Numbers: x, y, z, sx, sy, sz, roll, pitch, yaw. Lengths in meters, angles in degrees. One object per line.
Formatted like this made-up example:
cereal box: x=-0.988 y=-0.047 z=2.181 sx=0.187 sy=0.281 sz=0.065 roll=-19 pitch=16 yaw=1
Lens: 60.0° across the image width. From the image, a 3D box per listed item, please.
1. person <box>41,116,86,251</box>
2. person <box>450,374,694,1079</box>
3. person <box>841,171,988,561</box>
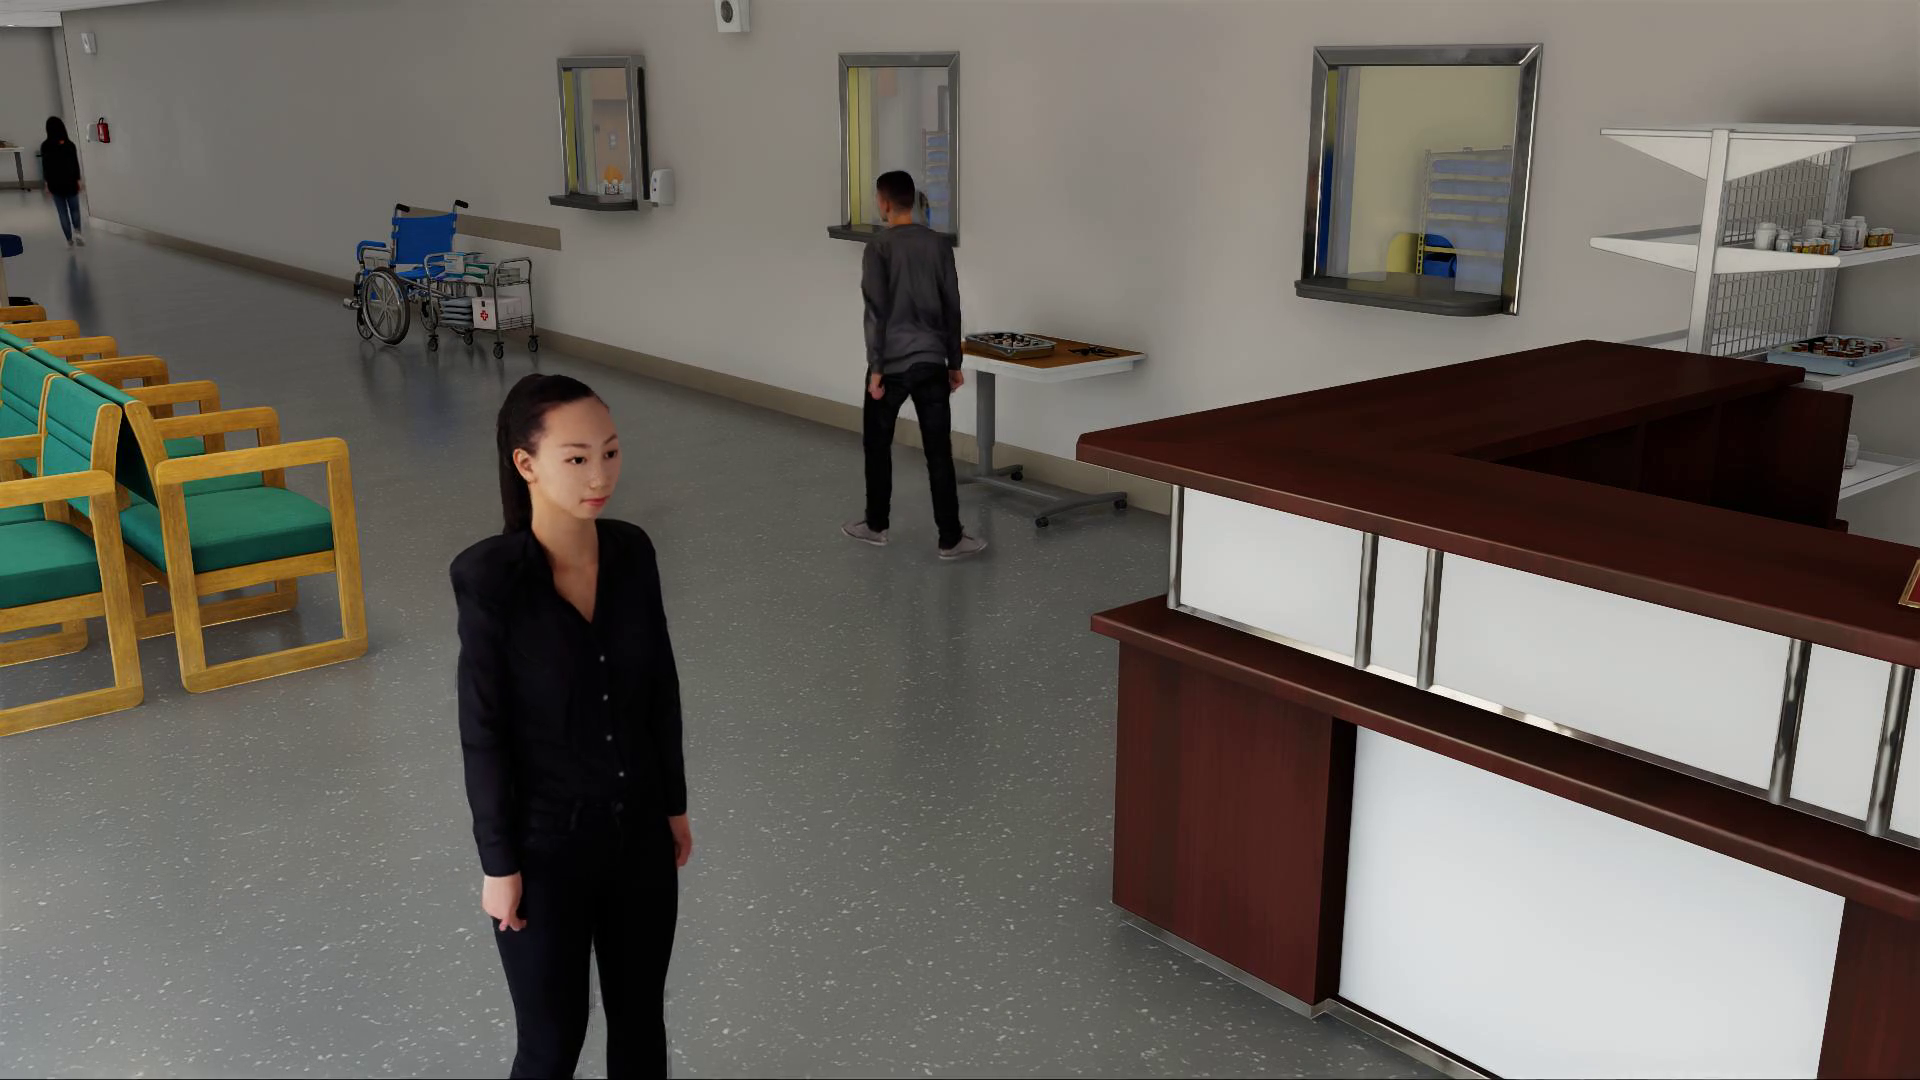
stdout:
person: x=-11.187 y=-4.435 z=20.742 sx=0.593 sy=1.635 sz=0.668 roll=-9 pitch=18 yaw=-29
person: x=-0.669 y=0.548 z=2.924 sx=0.654 sy=1.713 sz=0.454 roll=15 pitch=21 yaw=42
person: x=-0.193 y=-0.769 z=7.561 sx=0.915 sy=1.731 sz=0.936 roll=-5 pitch=16 yaw=-16
